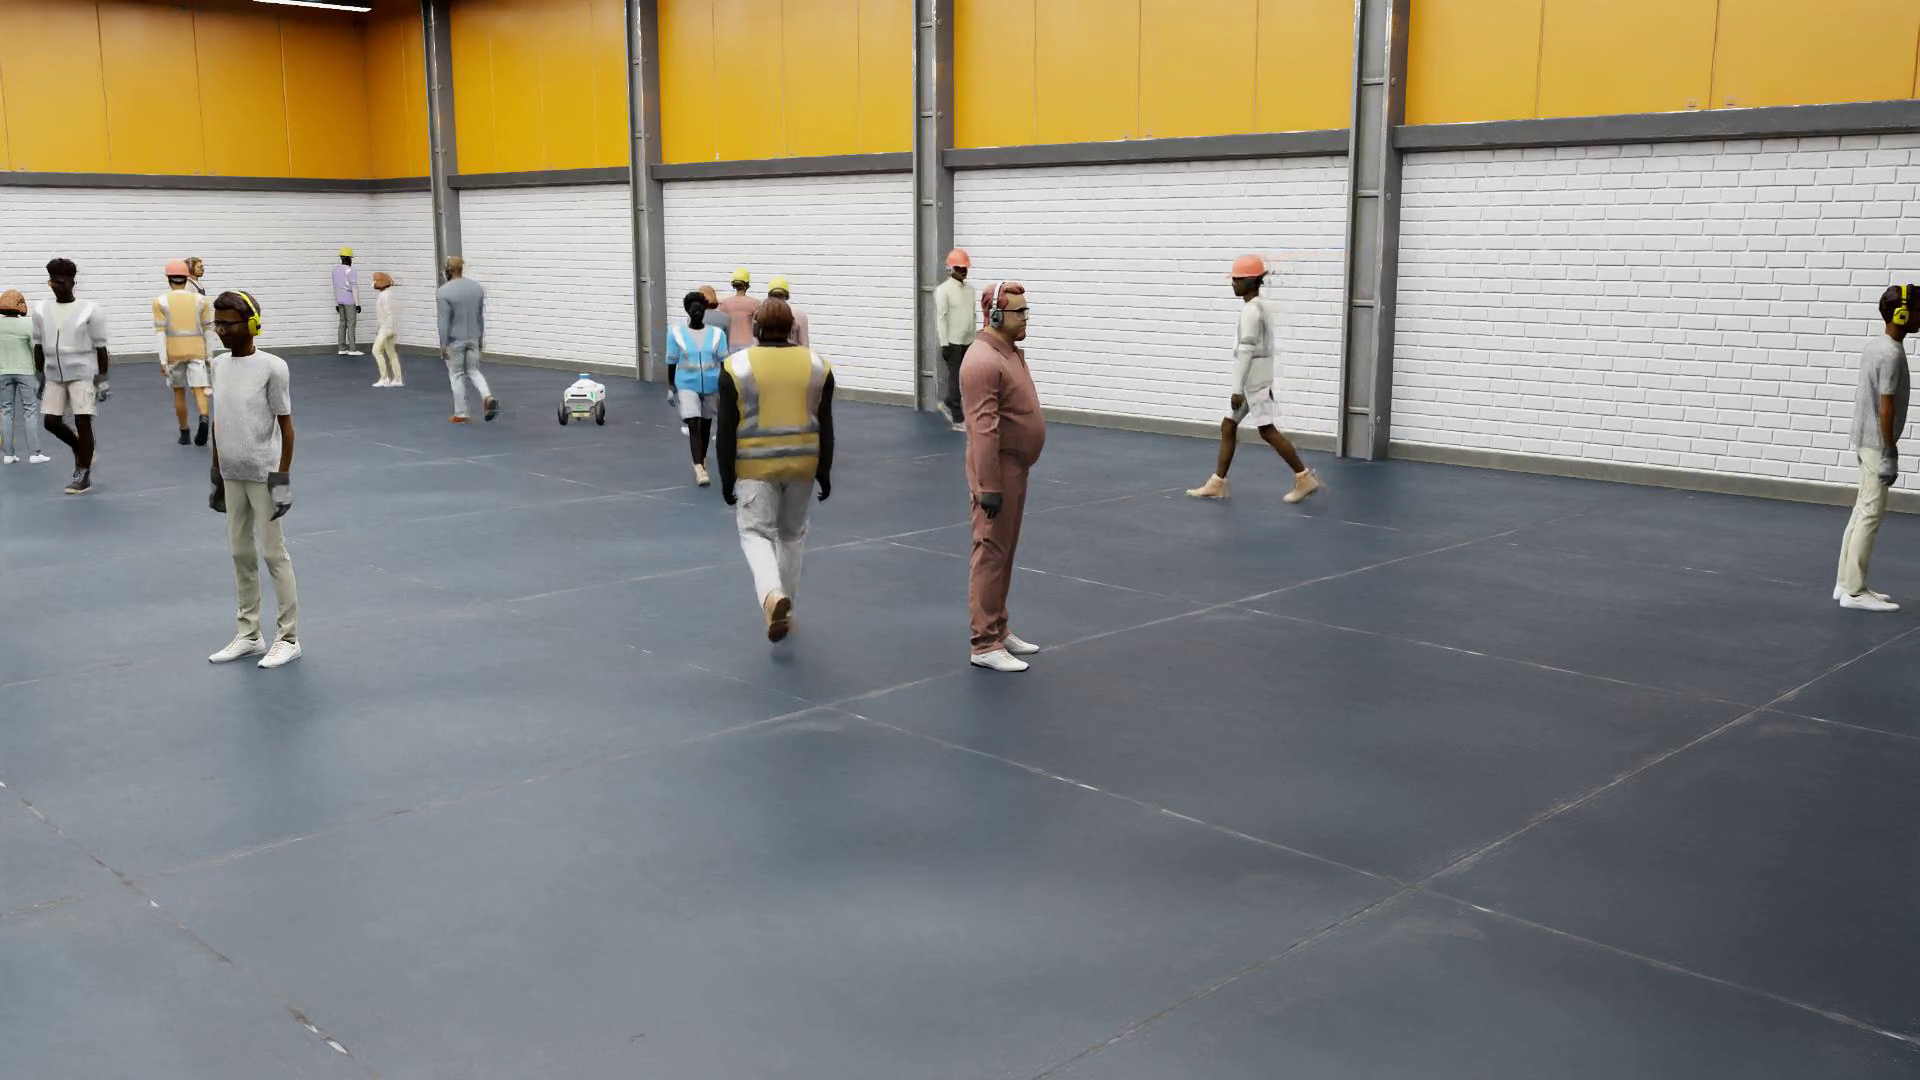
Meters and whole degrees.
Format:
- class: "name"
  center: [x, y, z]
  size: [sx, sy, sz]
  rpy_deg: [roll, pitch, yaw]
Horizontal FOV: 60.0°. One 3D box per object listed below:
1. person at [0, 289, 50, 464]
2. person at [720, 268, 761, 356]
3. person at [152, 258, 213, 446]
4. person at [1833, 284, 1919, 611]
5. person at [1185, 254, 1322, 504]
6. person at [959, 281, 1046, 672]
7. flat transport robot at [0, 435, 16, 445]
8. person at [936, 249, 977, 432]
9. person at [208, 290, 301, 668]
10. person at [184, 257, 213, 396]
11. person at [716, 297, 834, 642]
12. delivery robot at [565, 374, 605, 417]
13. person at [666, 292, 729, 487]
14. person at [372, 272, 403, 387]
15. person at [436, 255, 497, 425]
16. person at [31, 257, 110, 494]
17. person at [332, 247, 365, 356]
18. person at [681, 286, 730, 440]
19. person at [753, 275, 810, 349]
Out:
- class: "person"
  center: [-8.825, -1.523, 15.585]
  size: [0.499, 1.629, 0.272]
  rpy_deg: [-1, 10, -5]
- class: "person"
  center: [-2.439, -2.166, 18.700]
  size: [0.526, 1.772, 0.308]
  rpy_deg: [2, 11, 11]
- class: "person"
  center: [-7.791, -1.872, 16.749]
  size: [0.541, 1.912, 0.837]
  rpy_deg: [-7, 12, -32]
- class: "person"
  center: [5.255, -0.519, 9.489]
  size: [0.319, 1.858, 0.512]
  rpy_deg: [4, 11, 19]
- class: "person"
  center: [2.395, -1.271, 13.230]
  size: [1.066, 1.997, 0.622]
  rpy_deg: [3, 11, 14]
- class: "person"
  center: [0.218, -0.318, 8.242]
  size: [0.409, 1.907, 0.651]
  rpy_deg: [2, 11, 11]
- class: "flat transport robot"
  center: [-10.129, -0.977, 16.299]
  size: [0.652, 0.197, 1.431]
  rpy_deg: [4, 11, 21]
- class: "person"
  center: [-0.037, -2.173, 18.141]
  size: [0.521, 1.982, 0.646]
  rpy_deg: [8, 13, 37]
- class: "person"
  center: [-3.529, -0.297, 8.245]
  size: [0.509, 1.867, 0.328]
  rpy_deg: [4, 11, 21]
- class: "person"
  center: [-10.149, -2.839, 22.158]
  size: [0.345, 1.847, 0.508]
  rpy_deg: [-3, 11, -14]
- class: "person"
  center: [-0.951, -0.359, 8.720]
  size: [0.633, 1.819, 0.740]
  rpy_deg: [-4, 11, -20]
- class: "delivery robot"
  center: [-4.263, -1.646, 18.916]
  size: [0.477, 0.478, 0.707]
  rpy_deg: [0, 10, -1]
- class: "person"
  center: [-2.238, -1.305, 14.324]
  size: [0.544, 1.647, 0.861]
  rpy_deg: [-4, 11, -20]
- class: "person"
  center: [-8.129, -2.944, 23.337]
  size: [0.556, 1.614, 0.536]
  rpy_deg: [-5, 11, -24]
- class: "person"
  center: [-5.541, -2.227, 18.630]
  size: [0.614, 1.916, 0.641]
  rpy_deg: [8, 13, 36]
- class: "person"
  center: [-7.391, -1.373, 13.859]
  size: [0.628, 1.955, 0.532]
  rpy_deg: [0, 10, 1]
- class: "person"
  center: [-10.900, -4.244, 29.624]
  size: [0.588, 1.918, 0.394]
  rpy_deg: [6, 12, 32]
- class: "person"
  center: [-2.665, -1.845, 17.371]
  size: [0.534, 1.597, 0.788]
  rpy_deg: [-7, 13, -35]
- class: "person"
  center: [-1.683, -1.619, 15.734]
  size: [0.550, 1.752, 0.372]
  rpy_deg: [-1, 10, -4]
